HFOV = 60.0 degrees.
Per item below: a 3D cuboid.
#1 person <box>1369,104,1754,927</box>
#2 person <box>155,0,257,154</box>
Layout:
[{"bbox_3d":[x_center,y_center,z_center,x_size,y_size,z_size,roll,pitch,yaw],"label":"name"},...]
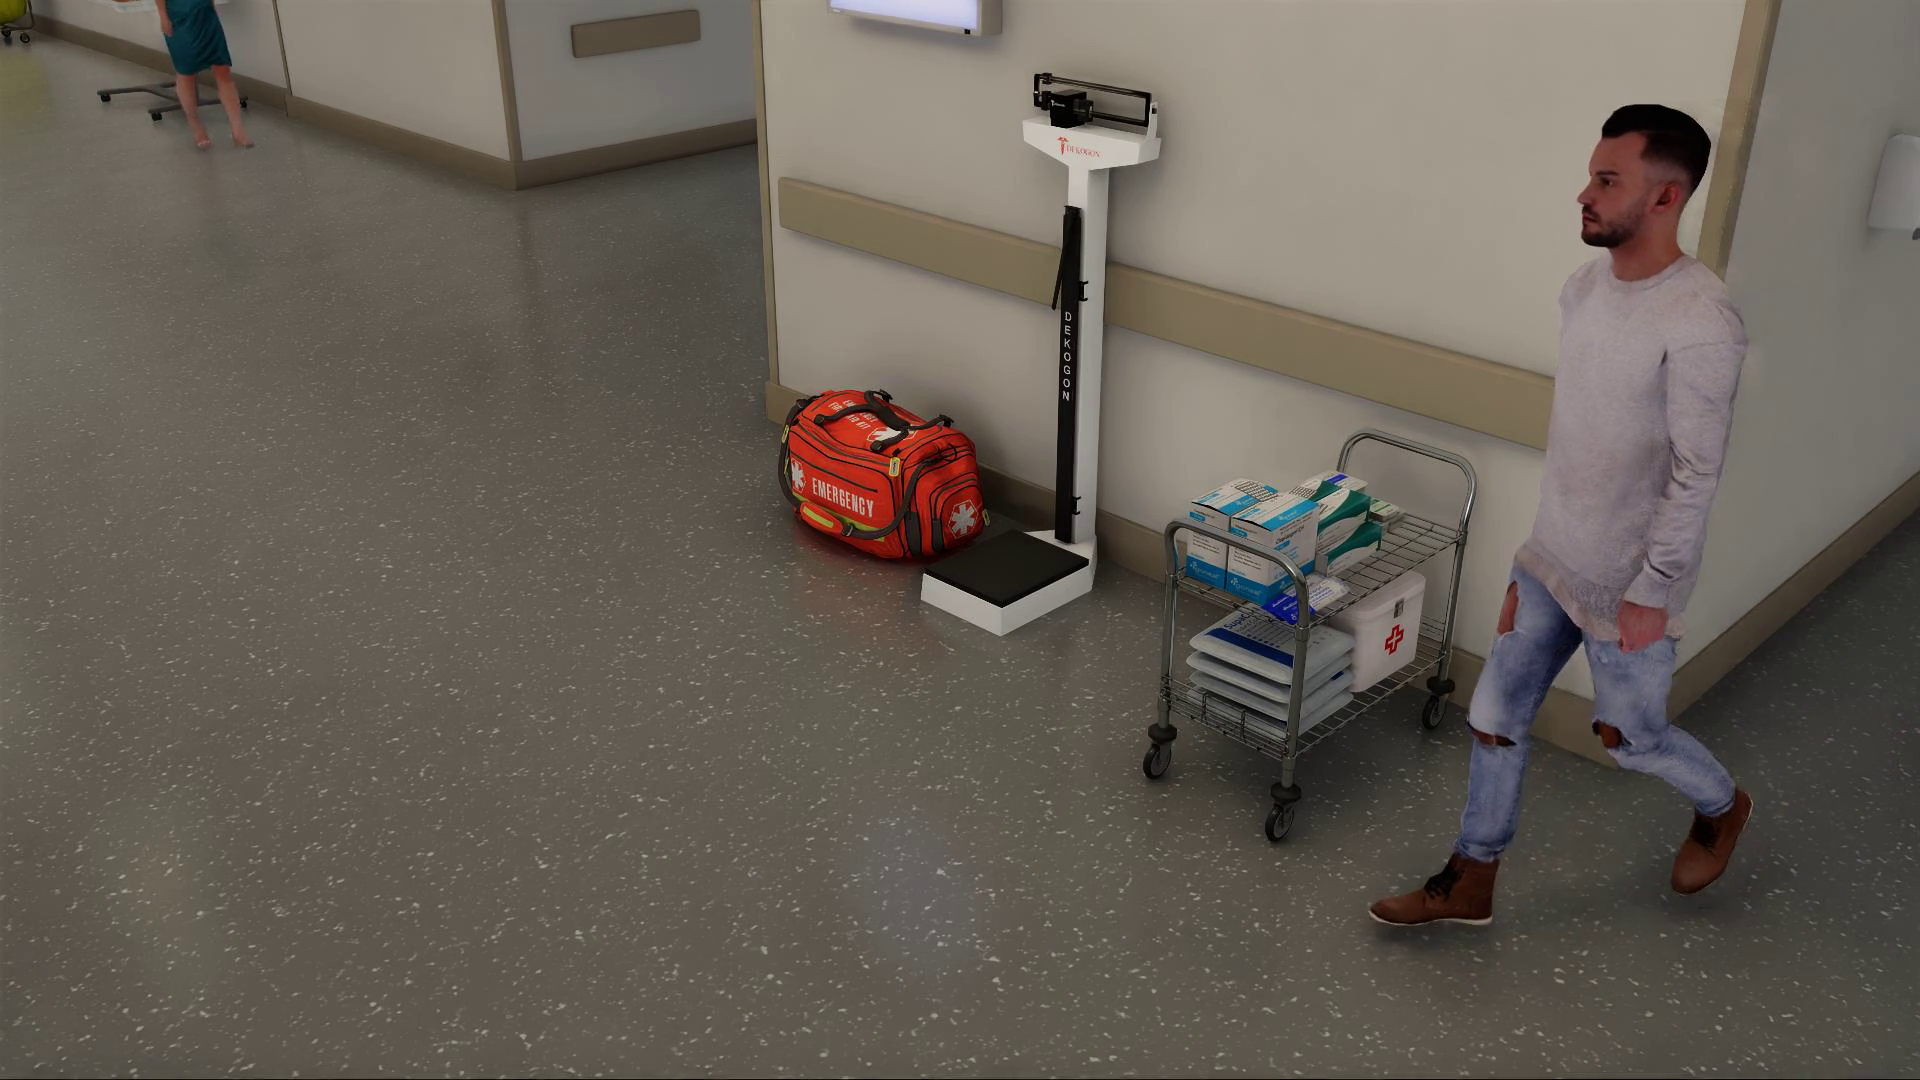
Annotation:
[{"bbox_3d":[1.420,0.044,3.454,1.085,1.800,1.204,-9,27,-18],"label":"person"},{"bbox_3d":[-4.912,-3.289,10.532,0.932,1.656,0.583,22,33,38],"label":"person"}]
